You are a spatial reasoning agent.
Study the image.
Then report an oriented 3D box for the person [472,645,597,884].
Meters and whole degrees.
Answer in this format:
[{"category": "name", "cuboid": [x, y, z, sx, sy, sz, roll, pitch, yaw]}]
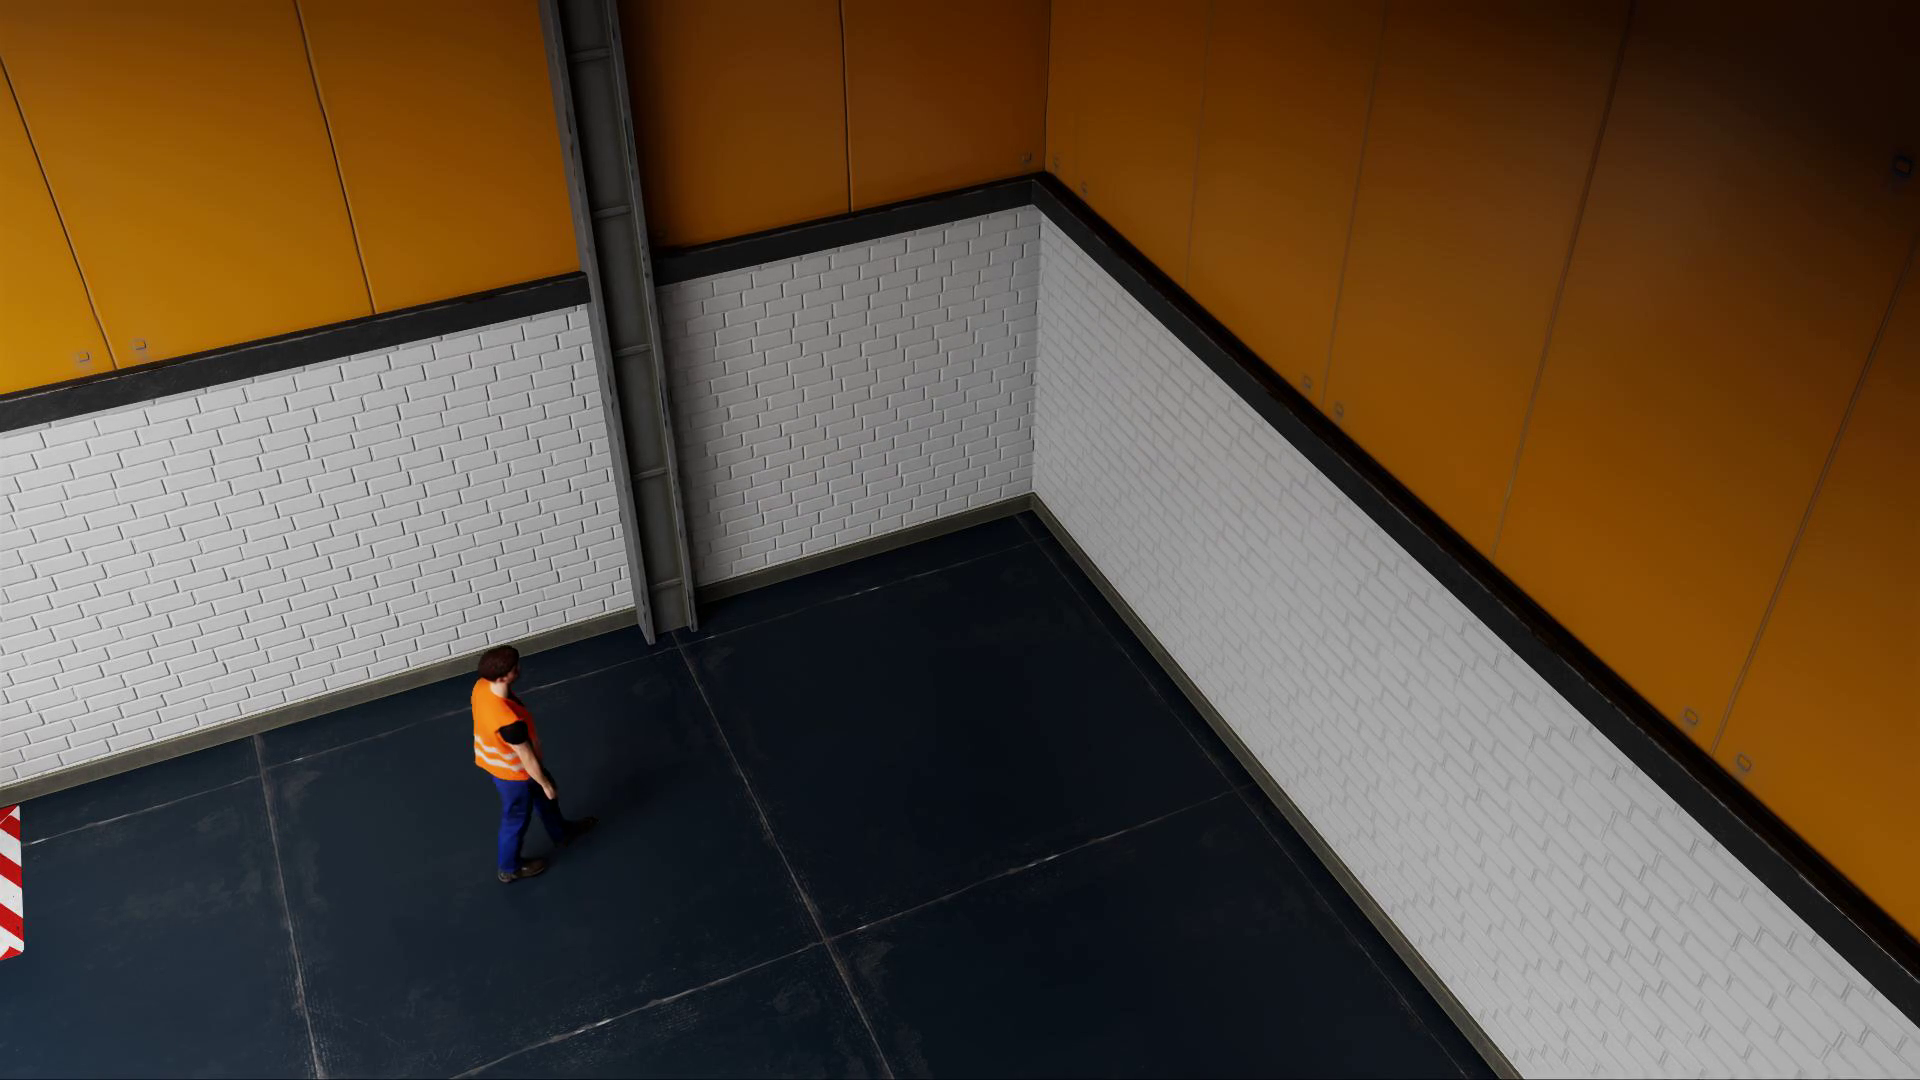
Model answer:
[{"category": "person", "cuboid": [-2.820, 1.422, 10.193, 0.969, 1.862, 0.761, -21, 43, -24]}]
